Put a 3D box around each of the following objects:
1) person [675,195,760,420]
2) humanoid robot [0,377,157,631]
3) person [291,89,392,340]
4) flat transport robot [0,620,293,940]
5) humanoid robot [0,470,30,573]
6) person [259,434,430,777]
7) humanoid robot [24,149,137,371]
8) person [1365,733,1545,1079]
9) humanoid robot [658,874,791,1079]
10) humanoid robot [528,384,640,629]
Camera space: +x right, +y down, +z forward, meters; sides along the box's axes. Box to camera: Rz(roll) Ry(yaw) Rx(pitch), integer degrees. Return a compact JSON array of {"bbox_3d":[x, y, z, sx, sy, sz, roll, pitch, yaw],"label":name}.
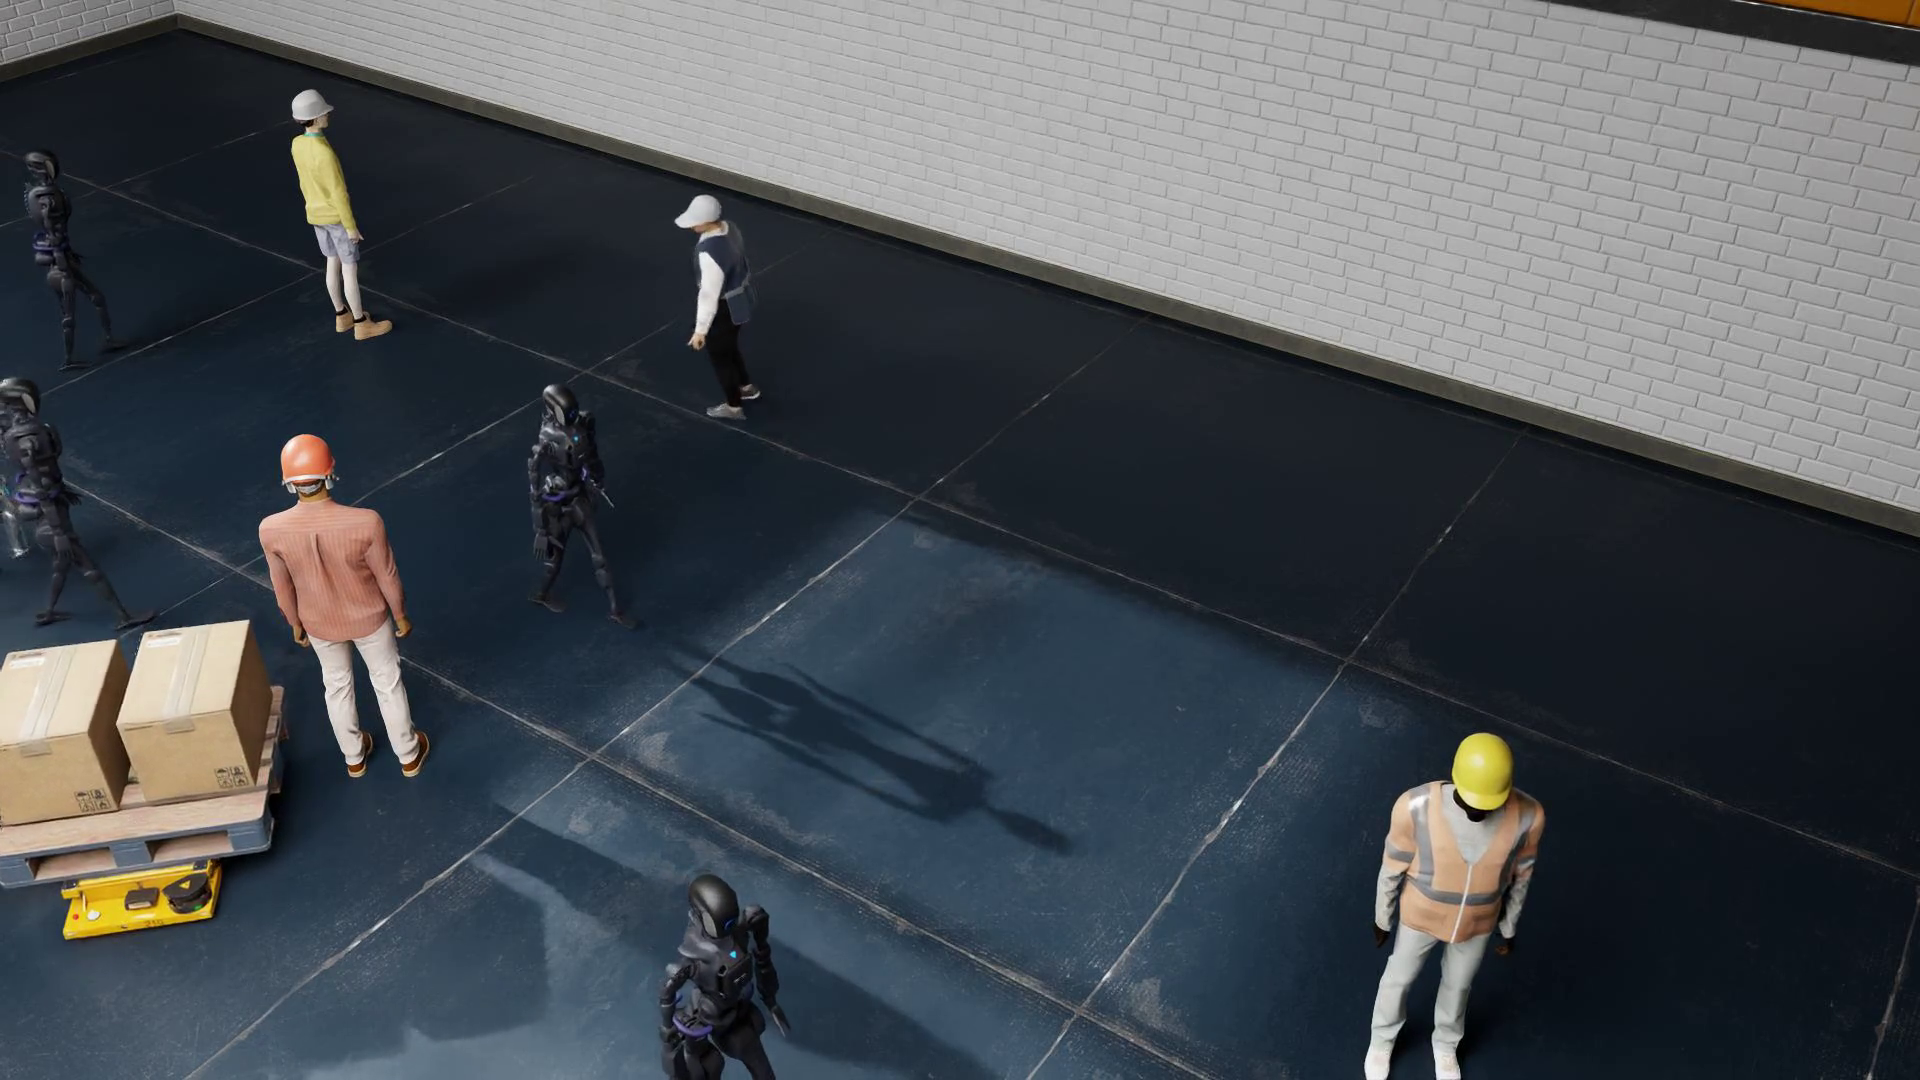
[{"bbox_3d":[-1.589,-1.561,11.228,0.453,1.725,0.773,4,35,6],"label":"person"},{"bbox_3d":[-5.085,-0.183,9.334,0.661,1.655,0.603,-15,38,-20],"label":"humanoid robot"},{"bbox_3d":[-4.625,-2.376,12.246,0.473,1.892,0.385,25,42,31],"label":"person"},{"bbox_3d":[-3.987,1.364,8.314,0.659,0.231,1.431,-7,36,-10],"label":"flat transport robot"},{"bbox_3d":[-5.887,-0.561,9.773,0.697,1.766,0.542,22,40,28],"label":"humanoid robot"},{"bbox_3d":[-3.040,0.362,8.254,0.610,1.986,0.401,-2,35,-3],"label":"person"},{"bbox_3d":[-6.414,-2.007,11.912,0.549,1.632,0.612,-14,37,-19],"label":"humanoid robot"},{"bbox_3d":[1.960,1.506,6.675,0.583,1.919,0.384,2,35,3],"label":"person"},{"bbox_3d":[-0.947,1.867,6.359,0.388,1.646,0.609,25,42,31],"label":"humanoid robot"},{"bbox_3d":[-2.214,-0.215,9.389,0.746,1.608,0.615,18,39,24],"label":"humanoid robot"}]
